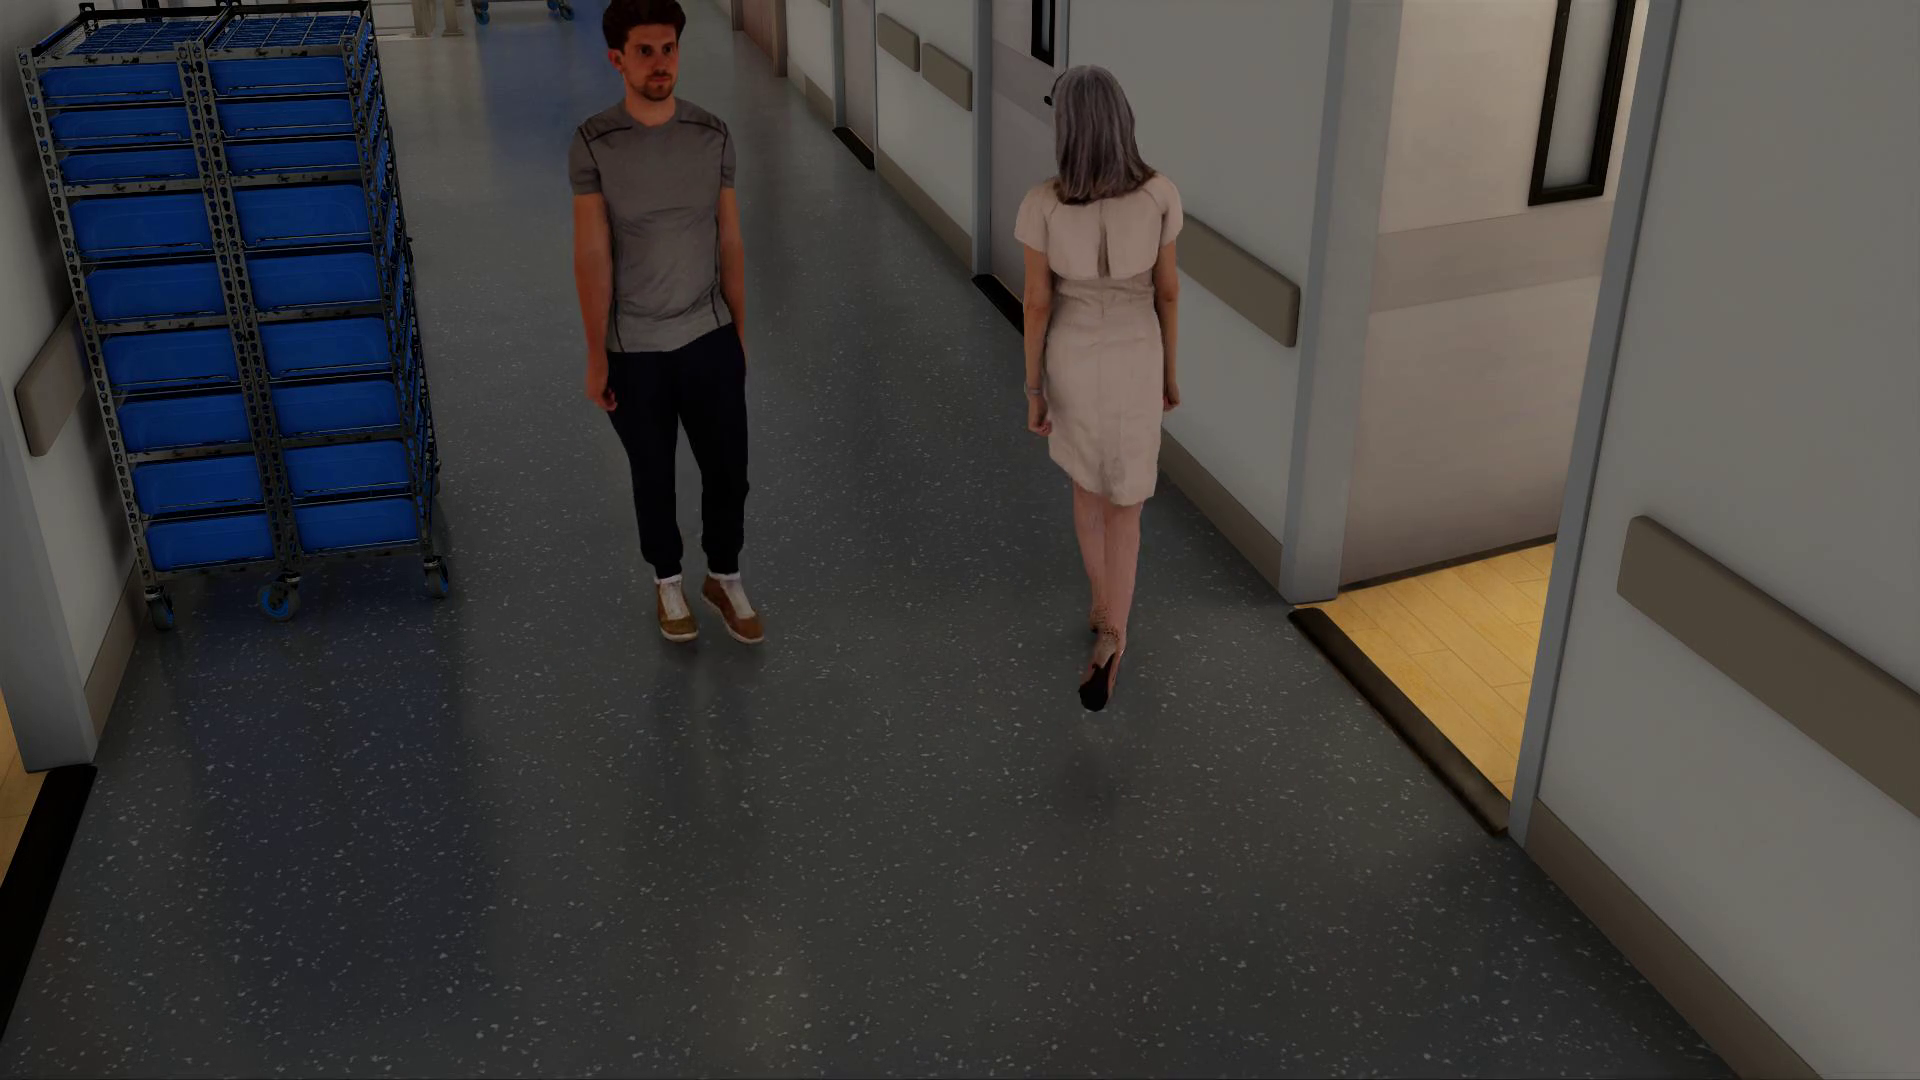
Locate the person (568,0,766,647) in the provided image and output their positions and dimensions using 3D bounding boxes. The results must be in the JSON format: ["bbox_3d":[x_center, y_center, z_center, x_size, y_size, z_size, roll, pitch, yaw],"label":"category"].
[{"bbox_3d":[-0.867,-0.602,4.752,0.643,1.882,0.627,-8,27,-16],"label":"person"}]

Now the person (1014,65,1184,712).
[{"bbox_3d":[0.390,-0.345,4.424,0.823,1.704,1.149,1,26,3],"label":"person"}]
